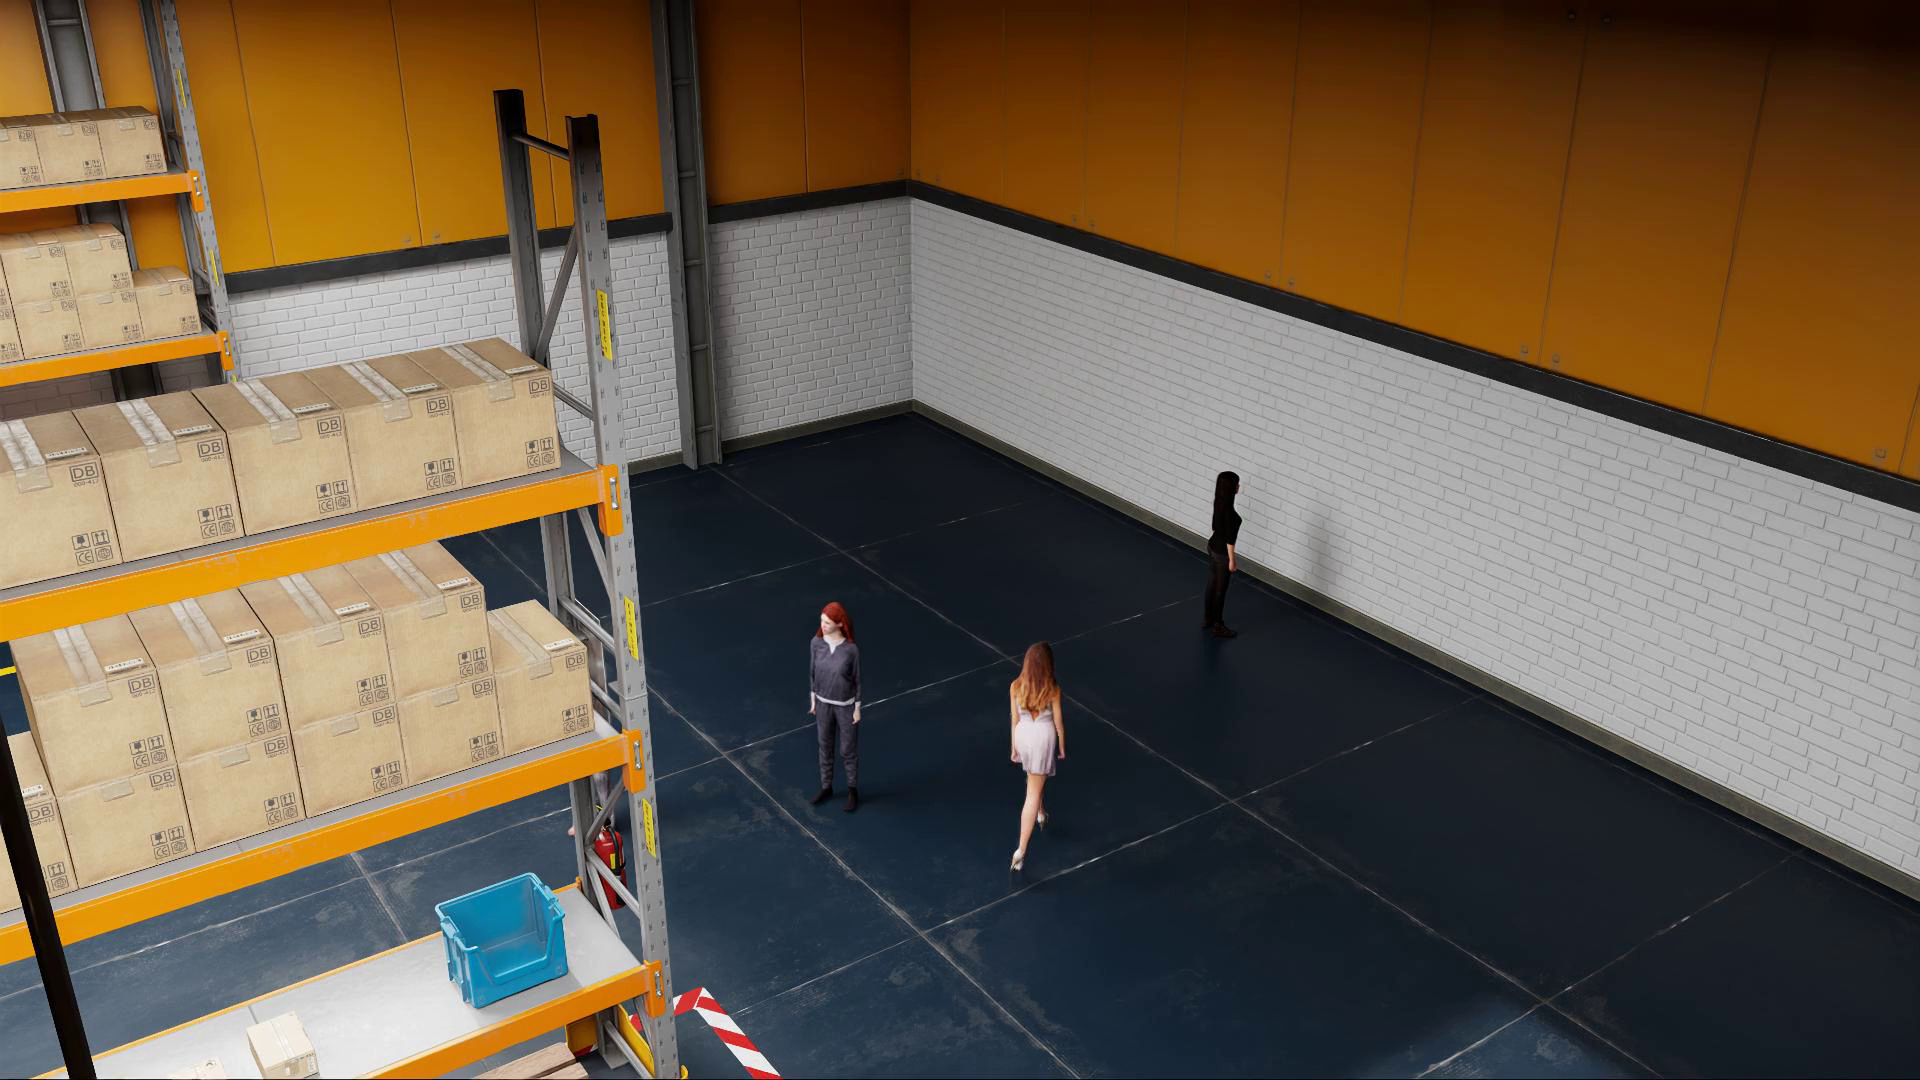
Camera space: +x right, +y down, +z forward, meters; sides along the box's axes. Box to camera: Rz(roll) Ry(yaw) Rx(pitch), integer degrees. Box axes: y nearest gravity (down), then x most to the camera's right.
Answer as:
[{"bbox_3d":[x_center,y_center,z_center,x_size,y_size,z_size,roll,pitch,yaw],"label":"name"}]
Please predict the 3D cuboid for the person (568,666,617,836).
[{"bbox_3d":[-2.832,1.441,12.602,0.668,1.773,0.732,4,24,8],"label":"person"}]

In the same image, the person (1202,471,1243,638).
[{"bbox_3d":[2.478,0.116,15.797,0.623,1.642,0.647,-5,24,-12],"label":"person"}]

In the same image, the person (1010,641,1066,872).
[{"bbox_3d":[0.536,1.619,12.257,1.027,1.724,1.180,7,25,16],"label":"person"}]

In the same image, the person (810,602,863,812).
[{"bbox_3d":[-0.962,1.281,12.960,0.652,1.781,0.665,10,25,21],"label":"person"}]
